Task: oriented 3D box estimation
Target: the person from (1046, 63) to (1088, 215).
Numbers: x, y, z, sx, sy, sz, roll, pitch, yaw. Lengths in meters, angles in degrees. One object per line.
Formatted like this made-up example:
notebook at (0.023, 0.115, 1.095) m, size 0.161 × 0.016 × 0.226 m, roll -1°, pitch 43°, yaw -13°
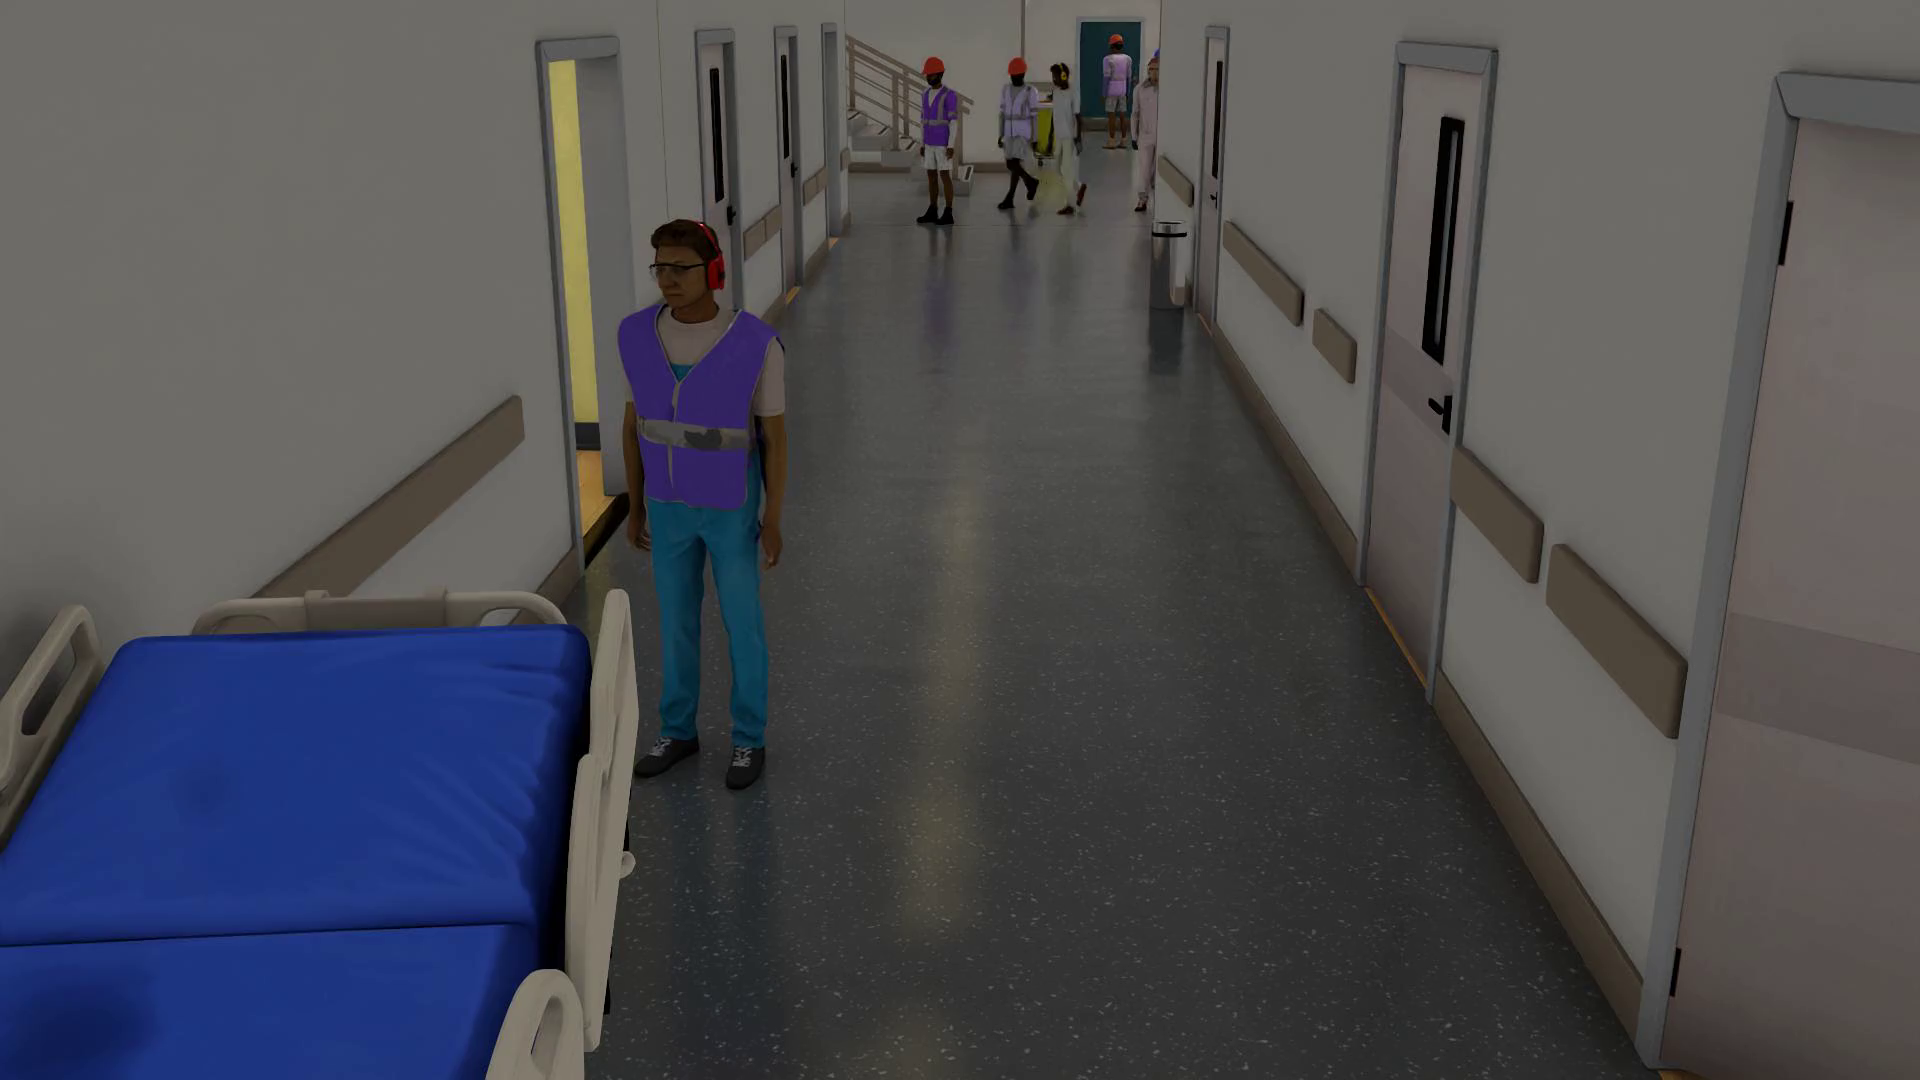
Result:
person at (1.384, -5.028, 20.829) m, size 0.626 × 1.842 × 0.590 m, roll -12°, pitch 21°, yaw -34°

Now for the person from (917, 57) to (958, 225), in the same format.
person at (-0.287, -4.701, 19.639) m, size 0.378 × 1.932 × 0.551 m, roll -16°, pitch 24°, yaw -41°

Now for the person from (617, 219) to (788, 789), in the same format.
person at (-0.813, -0.108, 5.353) m, size 0.565 × 1.846 × 0.389 m, roll 6°, pitch 19°, yaw 17°

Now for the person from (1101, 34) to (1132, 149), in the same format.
person at (2.839, -8.202, 30.468) m, size 0.615 × 2.041 × 0.391 m, roll -10°, pitch 20°, yaw -28°

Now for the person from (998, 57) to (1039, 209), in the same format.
person at (0.788, -5.227, 21.344) m, size 0.582 × 1.899 × 0.758 m, roll 13°, pitch 22°, yaw 34°
